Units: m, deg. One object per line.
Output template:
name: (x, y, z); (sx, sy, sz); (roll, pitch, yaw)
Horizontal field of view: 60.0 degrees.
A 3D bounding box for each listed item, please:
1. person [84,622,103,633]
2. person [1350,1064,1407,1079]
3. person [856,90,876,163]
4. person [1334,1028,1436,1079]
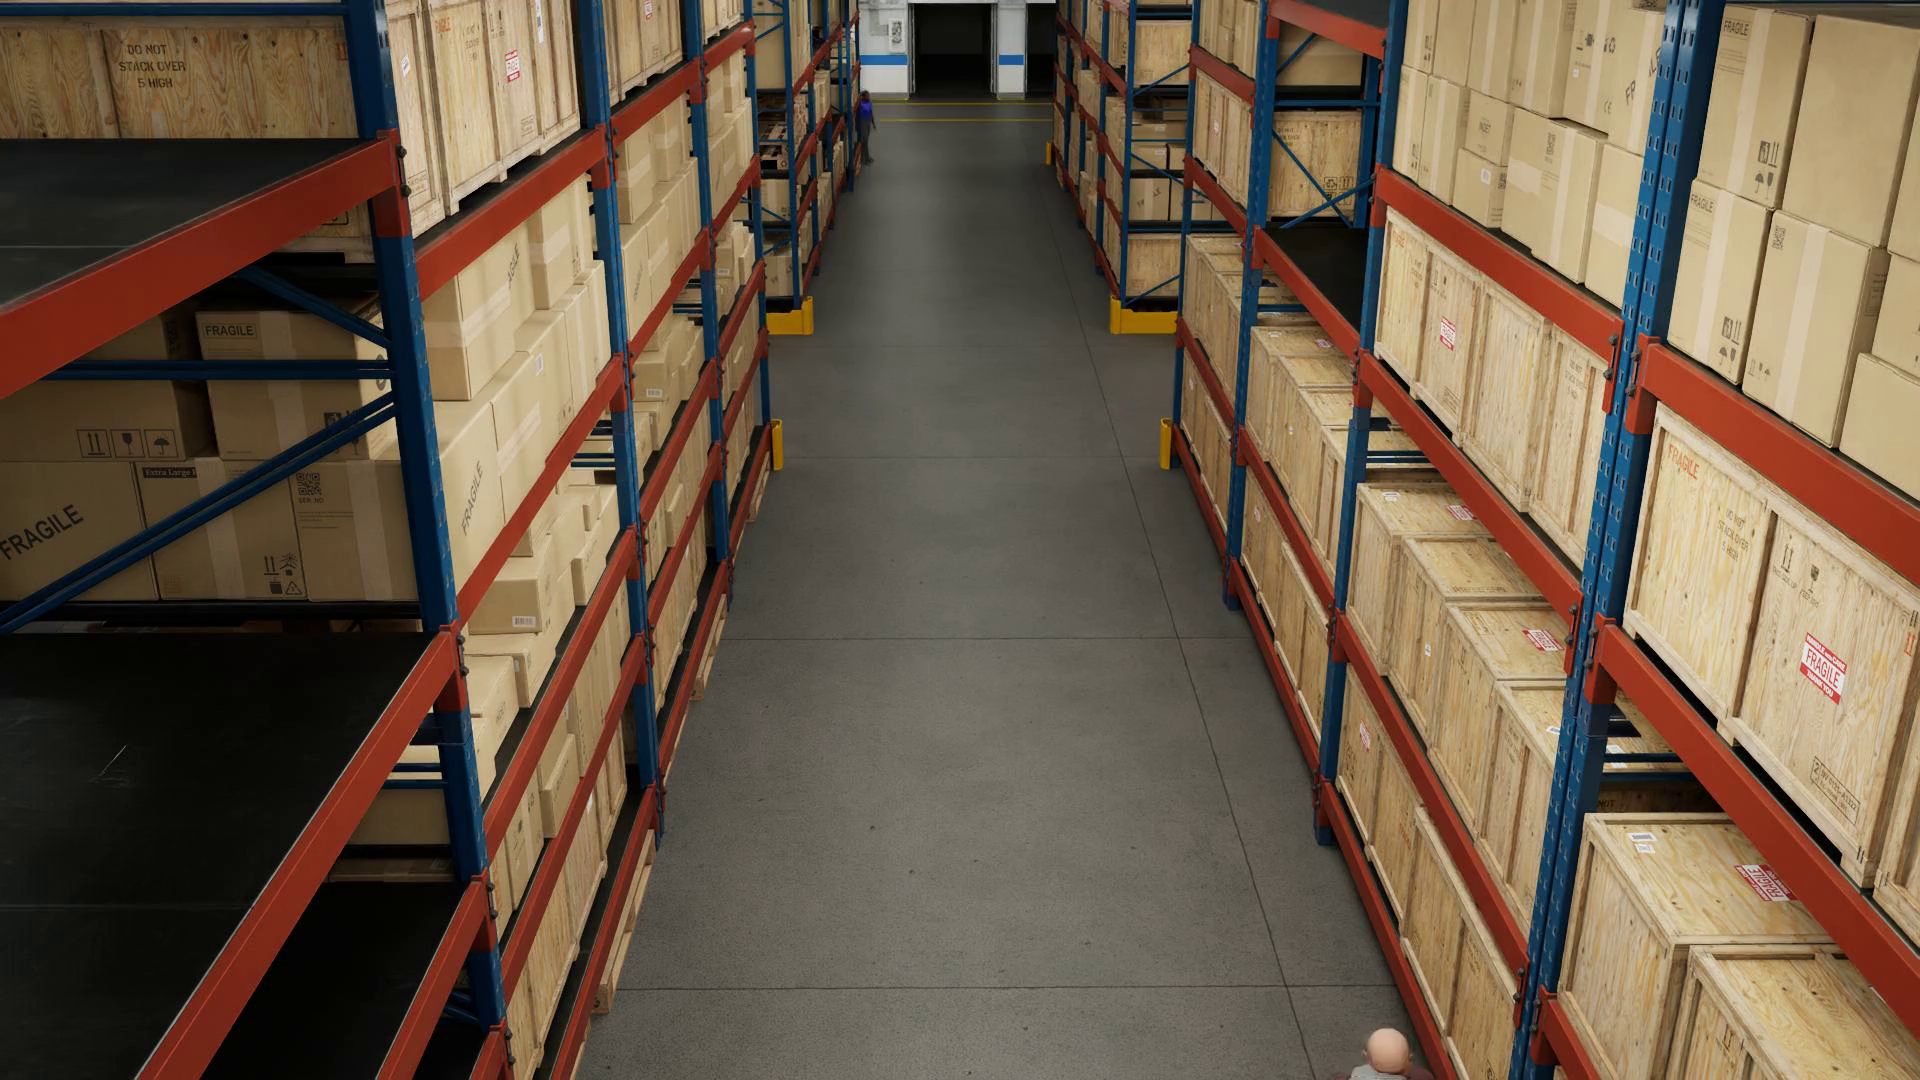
person: (-5.752, 1.316, 11.217); (0.558, 1.736, 0.543); (15, 26, 34)
person: (1.730, 2.942, 7.165); (0.493, 1.647, 0.821); (3, 22, 8)
person: (-2.216, -9.890, 39.702); (0.666, 1.645, 0.520); (14, 26, 32)
person: (1.819, 2.868, 7.226); (0.613, 1.771, 0.813); (-1, 22, -3)
